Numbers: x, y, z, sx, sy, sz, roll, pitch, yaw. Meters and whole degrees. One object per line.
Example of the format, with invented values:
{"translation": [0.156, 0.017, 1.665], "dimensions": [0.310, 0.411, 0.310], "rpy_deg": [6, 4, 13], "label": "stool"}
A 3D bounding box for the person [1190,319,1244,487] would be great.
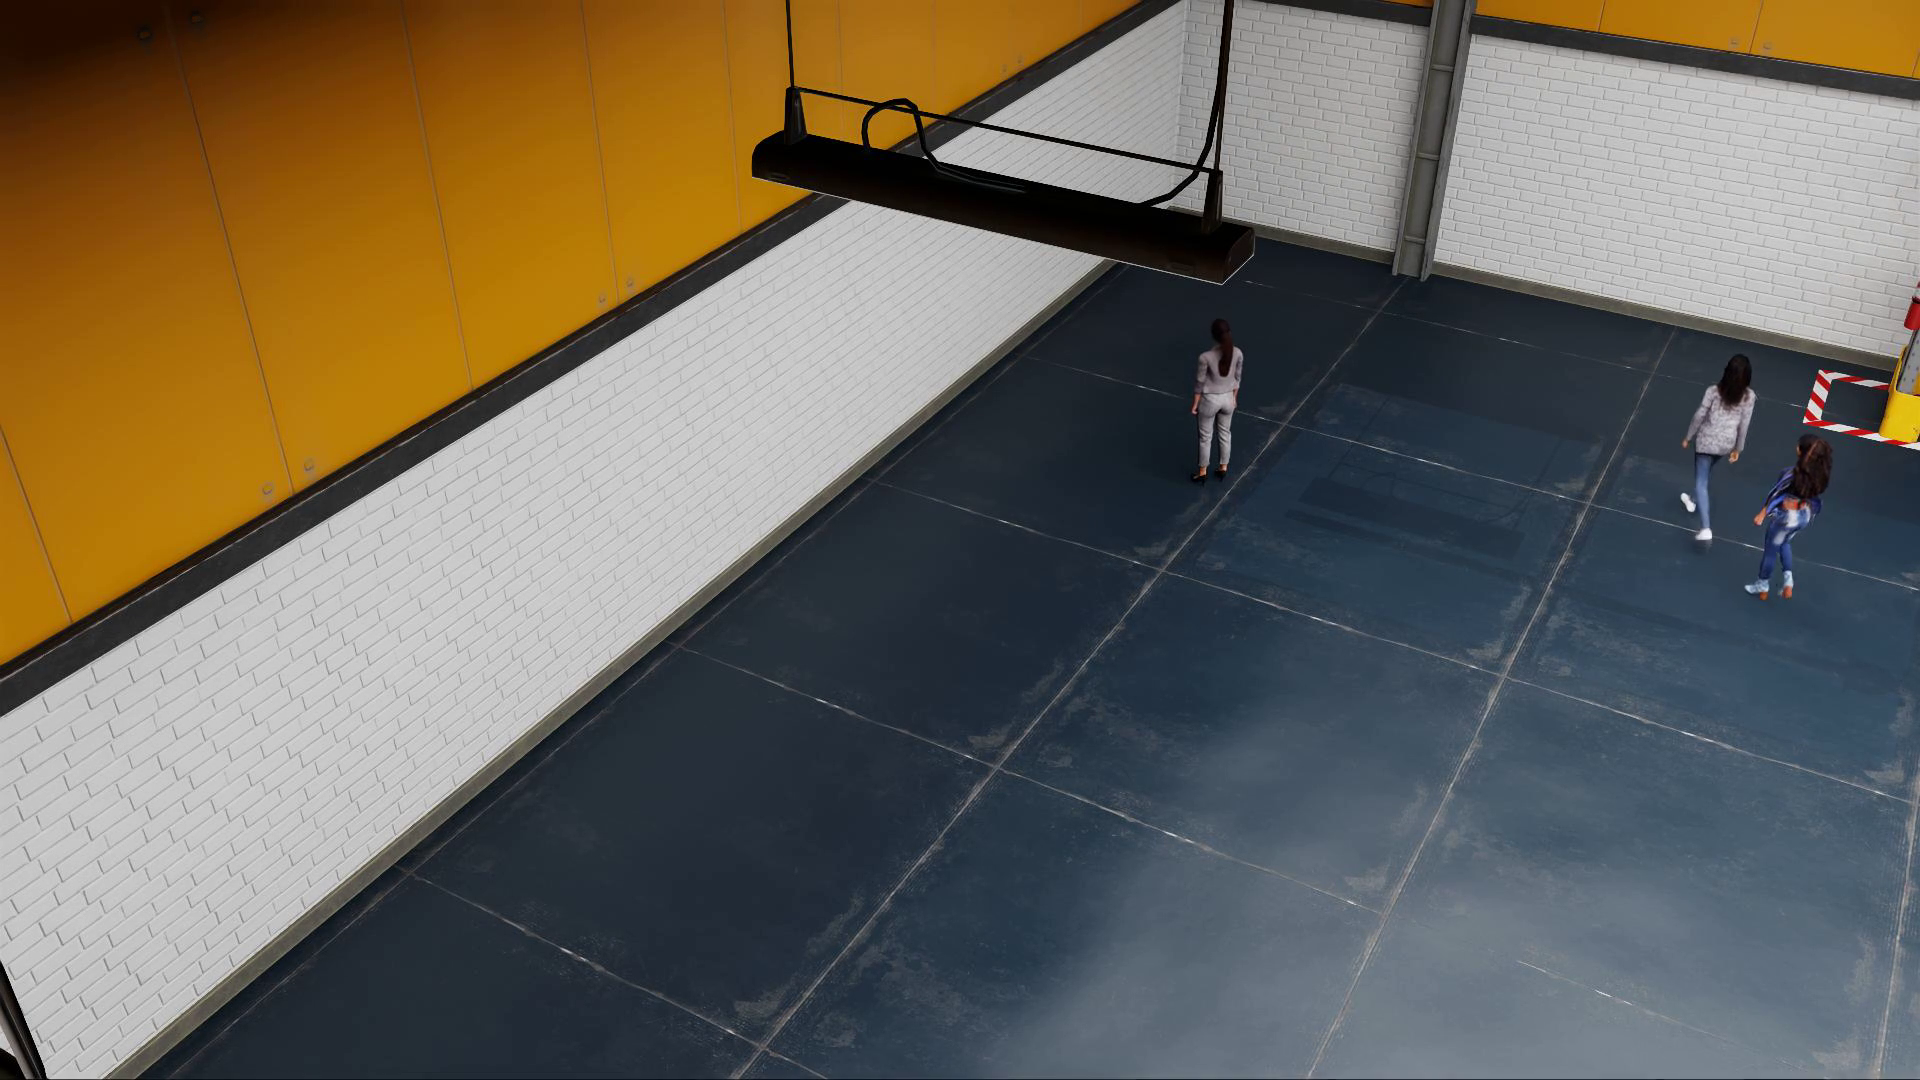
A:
{"translation": [2.369, -1.266, 15.407], "dimensions": [0.720, 1.679, 0.776], "rpy_deg": [-9, 35, -14], "label": "person"}

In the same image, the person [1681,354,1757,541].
{"translation": [6.669, -0.794, 14.682], "dimensions": [1.172, 1.695, 1.037], "rpy_deg": [1, 34, 1], "label": "person"}

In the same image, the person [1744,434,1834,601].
{"translation": [6.904, -0.144, 13.778], "dimensions": [0.762, 1.614, 0.807], "rpy_deg": [-13, 36, -18], "label": "person"}
